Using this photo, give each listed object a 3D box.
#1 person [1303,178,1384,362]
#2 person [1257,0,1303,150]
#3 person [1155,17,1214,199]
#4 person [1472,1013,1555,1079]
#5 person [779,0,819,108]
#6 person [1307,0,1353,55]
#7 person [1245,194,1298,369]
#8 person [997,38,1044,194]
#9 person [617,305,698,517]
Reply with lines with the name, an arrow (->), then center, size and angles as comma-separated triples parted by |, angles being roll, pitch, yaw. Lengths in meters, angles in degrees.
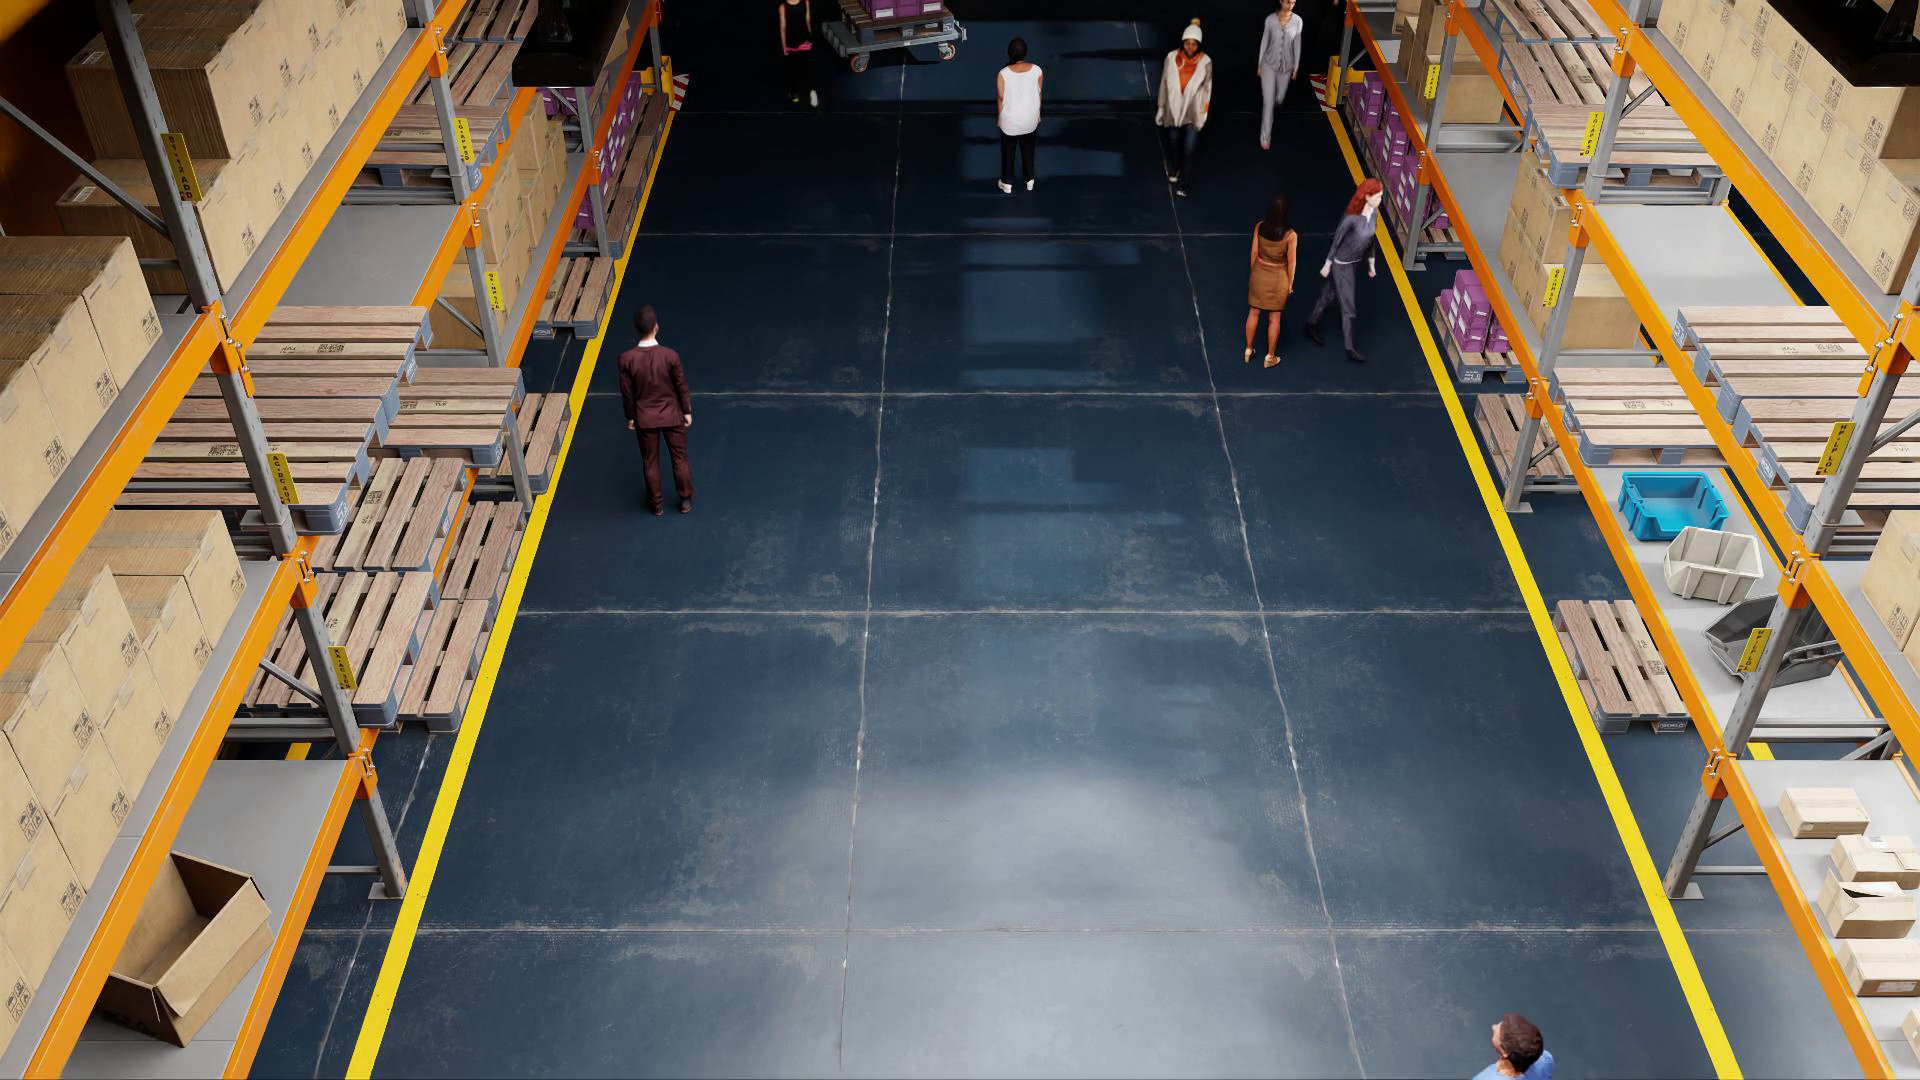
person -> 3.431, -2.494, 15.095 | 0.979, 1.726, 1.051 | -27, 46, -29
person -> 3.554, -5.333, 18.636 | 0.647, 1.744, 1.044 | 3, 39, 4
person -> 2.393, -4.638, 17.676 | 0.918, 1.855, 1.188 | 12, 40, 15
person -> 2.669, 3.002, 8.123 | 1.016, 1.840, 1.298 | -18, 42, -21
person -> -1.874, -5.786, 19.370 | 0.741, 1.536, 0.974 | -14, 41, -17
person -> 4.511, -6.779, 20.544 | 0.826, 1.623, 0.849 | -14, 41, -16
person -> 2.776, -2.323, 14.912 | 0.651, 1.688, 0.670 | 22, 43, 25
person -> 0.611, -4.518, 17.661 | 0.705, 1.688, 0.677 | -8, 39, -10
person -> -2.374, -0.997, 13.111 | 0.707, 1.865, 0.633 | -5, 39, -6
